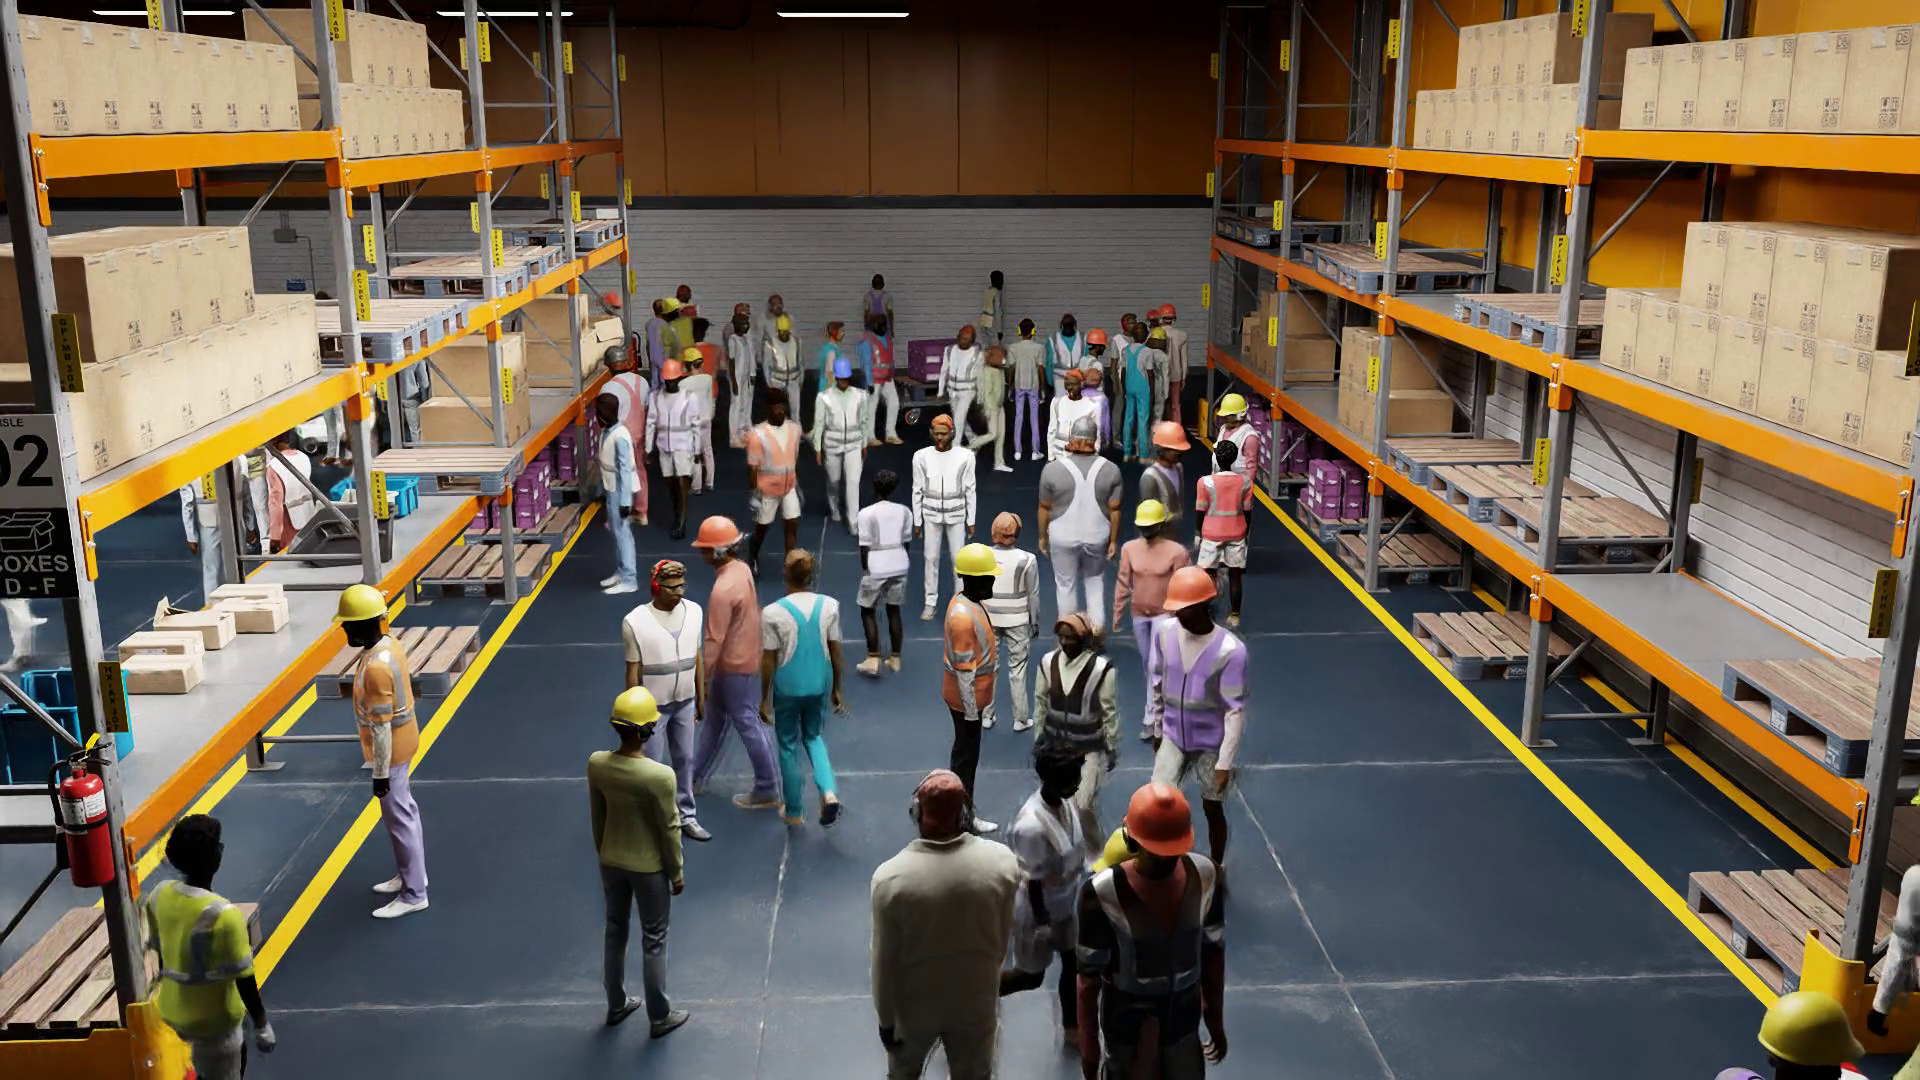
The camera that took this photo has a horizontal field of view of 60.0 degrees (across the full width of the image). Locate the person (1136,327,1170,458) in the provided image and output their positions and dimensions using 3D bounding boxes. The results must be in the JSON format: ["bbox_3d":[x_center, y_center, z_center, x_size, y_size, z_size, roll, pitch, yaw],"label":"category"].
[{"bbox_3d":[2.573,-1.946,21.983,0.490,1.730,0.323,12,19,39],"label":"person"}]

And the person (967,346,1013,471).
[{"bbox_3d":[0.392,-1.672,21.128,0.558,1.617,0.506,7,16,26],"label":"person"}]

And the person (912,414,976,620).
[{"bbox_3d":[-0.140,-0.194,14.816,0.574,1.875,0.345,1,14,6],"label":"person"}]

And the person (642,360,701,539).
[{"bbox_3d":[-3.096,-0.970,17.793,0.566,1.902,0.782,3,15,11],"label":"person"}]

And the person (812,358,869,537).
[{"bbox_3d":[-1.304,-1.050,18.123,0.629,1.905,0.989,-3,15,-12],"label":"person"}]

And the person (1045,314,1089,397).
[{"bbox_3d":[1.480,-2.230,22.946,0.641,1.821,0.720,-2,14,-9],"label":"person"}]

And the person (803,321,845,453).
[{"bbox_3d":[-1.703,-1.969,21.876,0.645,1.829,0.574,-2,14,-6],"label":"person"}]

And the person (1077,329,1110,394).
[{"bbox_3d":[1.630,-1.602,20.237,0.385,1.928,0.546,-5,15,-19],"label":"person"}]

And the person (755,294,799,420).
[{"bbox_3d":[-2.756,-2.773,24.968,0.641,1.866,0.948,-9,17,-31],"label":"person"}]

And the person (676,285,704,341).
[{"bbox_3d":[-4.268,-3.036,25.946,0.572,1.887,0.356,1,14,5],"label":"person"}]

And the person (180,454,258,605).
[{"bbox_3d":[-6.422,-0.108,14.424,0.404,1.907,0.597,14,20,43],"label":"person"}]

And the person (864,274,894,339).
[{"bbox_3d":[-1.369,-3.566,28.121,0.504,1.840,0.345,2,14,6],"label":"person"}]

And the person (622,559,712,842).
[{"bbox_3d":[-1.802,1.002,10.201,0.561,1.836,0.395,-14,20,-43],"label":"person"}]

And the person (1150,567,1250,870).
[{"bbox_3d":[1.285,1.138,9.276,0.646,2.016,0.722,10,17,34],"label":"person"}]

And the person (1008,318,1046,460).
[{"bbox_3d":[0.879,-1.975,21.828,0.510,1.865,0.329,3,15,11],"label":"person"}]

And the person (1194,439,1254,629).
[{"bbox_3d":[2.306,-0.037,14.566,0.536,1.693,0.319,-3,15,-11],"label":"person"}]

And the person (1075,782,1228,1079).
[{"bbox_3d":[0.750,1.871,6.399,0.617,2.030,0.409,-5,15,-18],"label":"person"}]

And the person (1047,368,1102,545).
[{"bbox_3d":[1.182,-0.854,17.384,0.573,1.883,0.353,5,15,19],"label":"person"}]

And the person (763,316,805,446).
[{"bbox_3d":[-2.369,-2.161,22.704,0.600,1.783,0.920,-5,15,-18],"label":"person"}]

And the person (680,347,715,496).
[{"bbox_3d":[-3.140,-1.408,19.794,0.308,1.769,0.524,9,17,32],"label":"person"}]

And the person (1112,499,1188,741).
[{"bbox_3d":[1.346,0.571,12.070,0.544,1.731,0.781,8,16,29],"label":"person"}]

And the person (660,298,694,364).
[{"bbox_3d":[-4.042,-2.592,24.237,0.628,1.865,0.673,13,19,42],"label":"person"}]

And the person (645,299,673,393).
[{"bbox_3d":[-4.359,-2.594,24.293,0.516,1.843,0.326,9,17,33],"label":"person"}]

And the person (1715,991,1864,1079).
[{"bbox_3d":[2.469,2.261,5.066,0.361,1.930,0.585,-3,15,-10],"label":"person"}]

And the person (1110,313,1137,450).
[{"bbox_3d":[2.247,-2.157,22.566,0.567,1.849,0.386,-13,19,-42],"label":"person"}]

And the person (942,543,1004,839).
[{"bbox_3d":[0.077,0.955,10.196,0.368,1.928,0.585,0,14,2],"label":"person"}]

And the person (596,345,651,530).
[{"bbox_3d":[-3.707,-1.123,18.126,0.536,2.000,0.674,9,17,31],"label":"person"}]

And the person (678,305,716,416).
[{"bbox_3d":[-4.143,-2.696,25.010,0.862,1.695,0.621,2,14,7],"label":"person"}]

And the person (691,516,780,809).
[{"bbox_3d":[-1.600,0.801,10.747,0.903,1.947,0.630,1,14,3],"label":"person"}]

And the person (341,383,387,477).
[{"bbox_3d":[-6.796,-1.226,18.934,0.443,1.840,0.616,4,15,14],"label":"person"}]

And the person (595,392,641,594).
[{"bbox_3d":[-3.233,-0.459,15.776,0.387,1.915,0.604,-6,15,-21],"label":"person"}]
